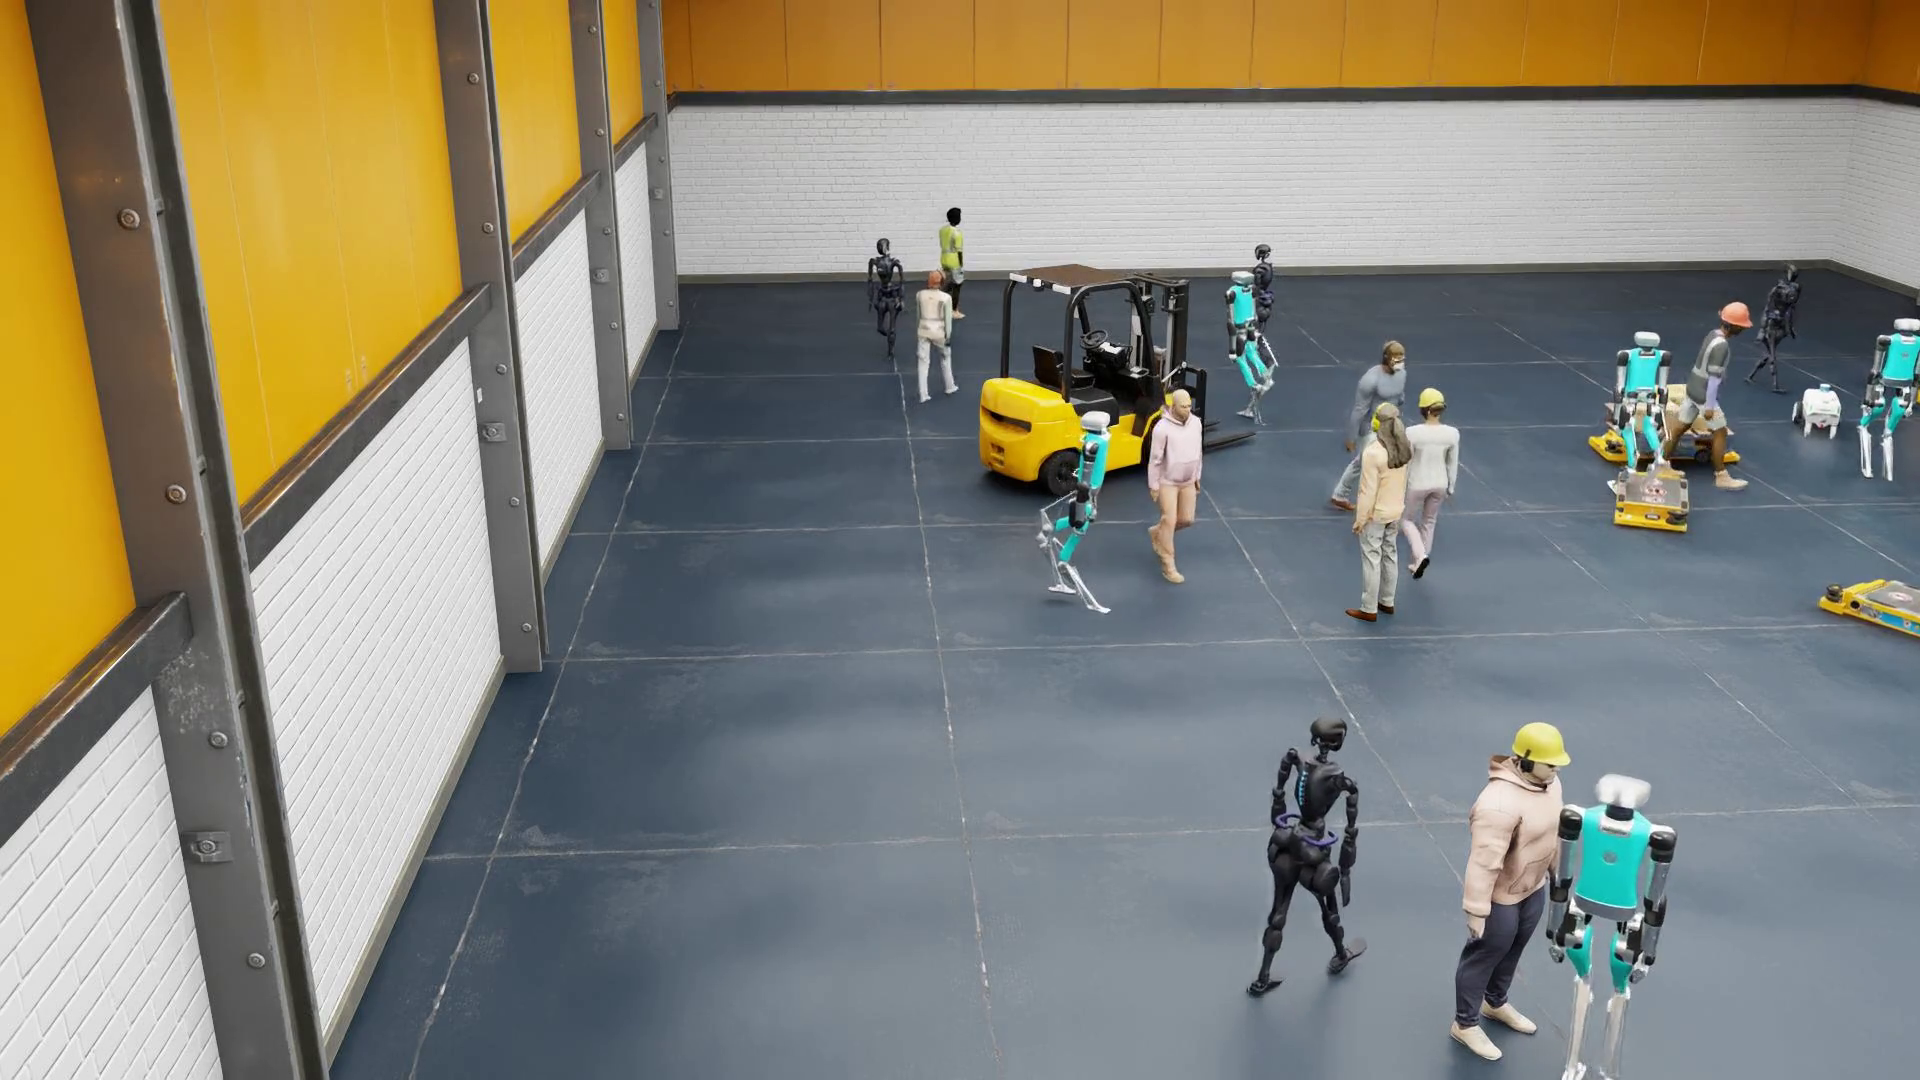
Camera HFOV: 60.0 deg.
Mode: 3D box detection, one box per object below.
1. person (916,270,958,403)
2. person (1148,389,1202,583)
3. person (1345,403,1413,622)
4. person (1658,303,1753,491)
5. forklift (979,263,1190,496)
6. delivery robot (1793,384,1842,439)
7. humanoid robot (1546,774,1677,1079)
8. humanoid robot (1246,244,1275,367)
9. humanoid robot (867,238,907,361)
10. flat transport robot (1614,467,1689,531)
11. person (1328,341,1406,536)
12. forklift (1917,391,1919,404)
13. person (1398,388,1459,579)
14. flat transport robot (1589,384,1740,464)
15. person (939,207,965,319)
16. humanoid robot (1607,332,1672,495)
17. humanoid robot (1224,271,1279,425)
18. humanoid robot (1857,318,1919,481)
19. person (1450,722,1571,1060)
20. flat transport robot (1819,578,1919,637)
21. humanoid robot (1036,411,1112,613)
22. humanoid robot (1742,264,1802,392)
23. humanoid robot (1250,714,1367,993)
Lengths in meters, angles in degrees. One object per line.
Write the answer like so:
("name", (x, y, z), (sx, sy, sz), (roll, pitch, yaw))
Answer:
("person", (-0.295, -2.543, 20.610), (0.519, 1.600, 0.772), (8, 22, 21))
("person", (1.883, -0.534, 14.912), (0.542, 1.761, 0.613), (-11, 23, -27))
("person", (3.526, -0.228, 13.921), (0.565, 1.875, 0.390), (-15, 25, -36))
("person", (7.808, -1.491, 17.231), (0.899, 1.972, 0.642), (4, 21, 11))
("forklift", (1.315, -1.764, 17.646), (2.313, 2.155, 1.214), (-14, 24, -33))
("delivery robot", (10.017, -1.511, 19.356), (0.499, 0.613, 0.811), (8, 21, 20))
("humanoid robot", (3.212, 1.937, 8.269), (0.531, 1.834, 0.629), (11, 23, 28))
("humanoid robot", (3.998, -3.104, 22.037), (0.350, 1.643, 0.586), (7, 21, 18))
("humanoid robot", (-0.937, -3.293, 22.577), (0.595, 1.642, 0.544), (9, 22, 22))
("flat transport robot", (6.968, -0.414, 16.755), (0.659, 0.231, 1.431), (8, 22, 20))
("person", (4.051, -1.045, 16.165), (0.659, 1.875, 1.055), (-18, 27, -40))
("forklift", (12.602, -2.435, 19.475), (2.313, 2.155, 1.214), (-1, 20, -4))
("person", (4.145, -0.466, 14.741), (0.548, 1.739, 0.537), (-3, 20, -7))
("flat transport robot", (7.824, -1.053, 18.495), (1.431, 0.231, 0.659), (1, 20, 2))
("person", (-0.106, -4.122, 24.803), (0.399, 1.677, 0.544), (-14, 24, -33))
("humanoid robot", (6.834, -1.153, 16.629), (0.530, 1.753, 0.925), (1, 20, 4))
("humanoid robot", (3.507, -2.193, 19.614), (0.530, 1.880, 0.825), (-19, 27, -41))
("humanoid robot", (9.770, -1.489, 17.576), (0.541, 1.820, 0.659), (3, 20, 9))
("person", (2.819, 1.761, 8.530), (0.796, 1.858, 0.442), (-17, 26, -38))
("flat transport robot", (8.050, 0.639, 13.886), (0.659, 0.231, 1.431), (-13, 24, -31))
("humanoid robot", (0.896, -0.240, 14.187), (0.844, 1.787, 0.573), (6, 21, 17))
("humanoid robot", (10.290, -2.689, 20.990), (0.610, 1.629, 0.770), (-9, 22, -22))
("humanoid robot", (1.922, 1.675, 9.071), (0.760, 1.630, 0.600), (-15, 25, -36))
